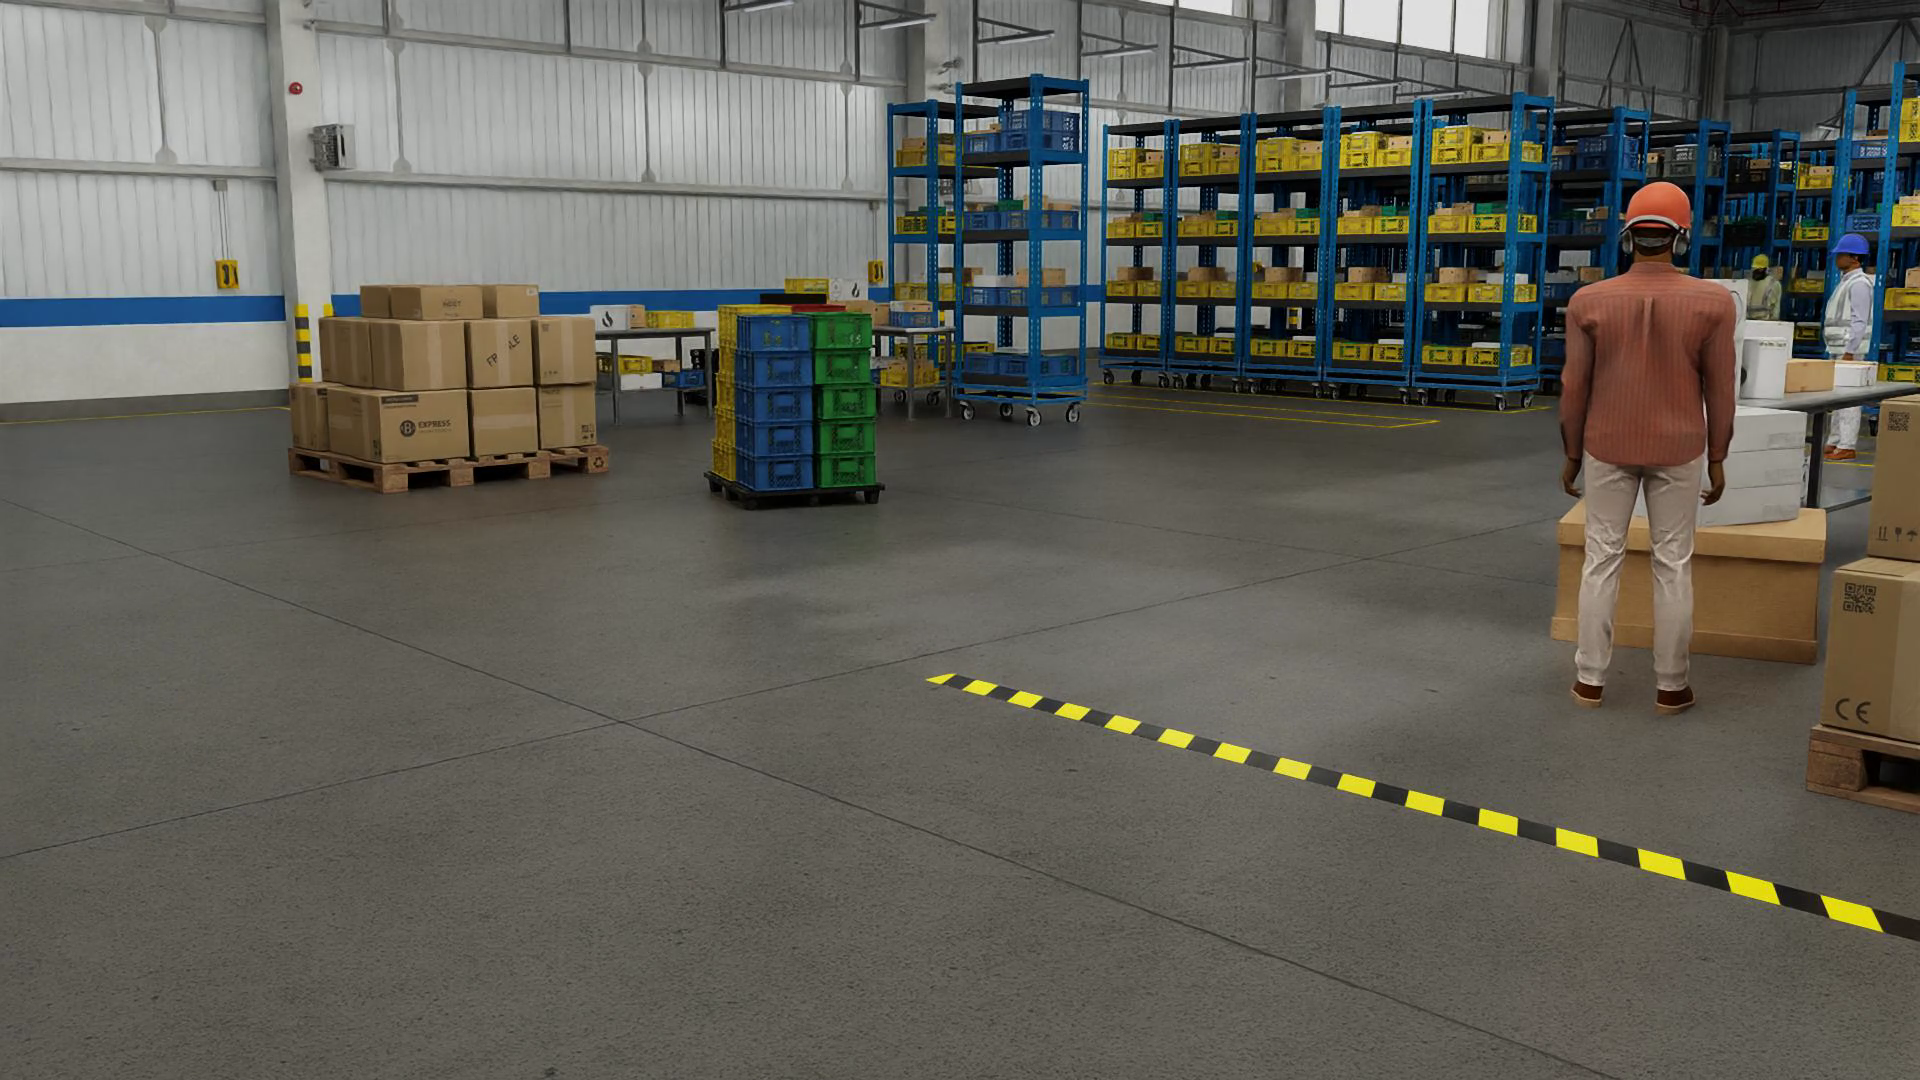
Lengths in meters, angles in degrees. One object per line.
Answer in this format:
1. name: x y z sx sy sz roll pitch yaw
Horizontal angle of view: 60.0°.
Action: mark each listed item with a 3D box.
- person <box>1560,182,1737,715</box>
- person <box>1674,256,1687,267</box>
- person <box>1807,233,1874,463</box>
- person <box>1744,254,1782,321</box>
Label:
1. person: 2.579 -0.333 6.273 0.611 1.995 0.375 4 10 24
2. person: 11.610 -3.660 26.756 0.486 1.832 0.595 8 12 39
3. person: 7.580 -1.635 14.236 0.383 1.951 0.605 3 10 15
4. person: 10.716 -2.941 22.495 0.718 1.807 0.624 -8 13 -41
